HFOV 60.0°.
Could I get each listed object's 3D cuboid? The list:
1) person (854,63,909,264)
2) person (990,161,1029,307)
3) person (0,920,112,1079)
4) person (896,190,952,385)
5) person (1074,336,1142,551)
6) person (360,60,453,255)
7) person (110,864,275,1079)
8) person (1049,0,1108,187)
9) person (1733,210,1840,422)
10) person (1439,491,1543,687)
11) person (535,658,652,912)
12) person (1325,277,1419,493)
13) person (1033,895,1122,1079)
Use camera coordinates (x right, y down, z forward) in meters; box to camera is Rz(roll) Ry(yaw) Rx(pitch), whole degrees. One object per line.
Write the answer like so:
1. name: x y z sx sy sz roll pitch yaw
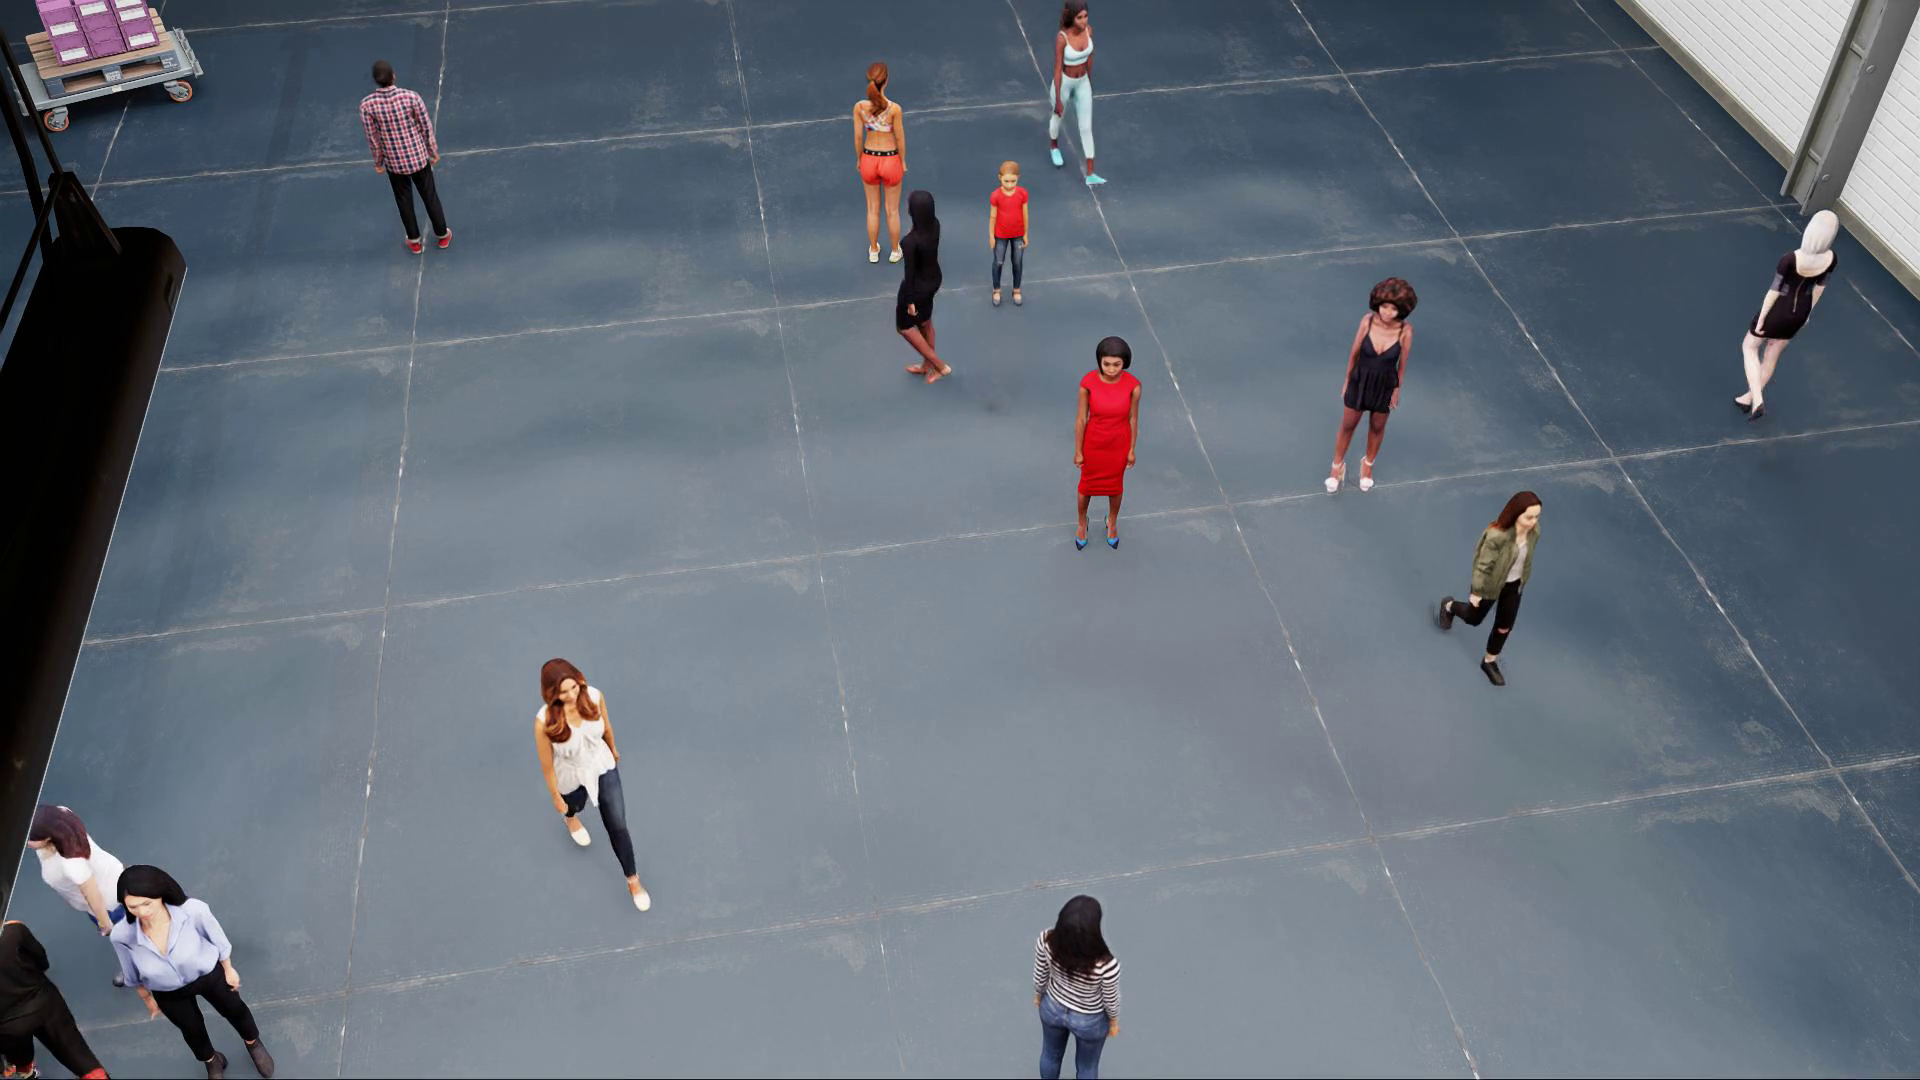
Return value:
1. person: -0.655 -3.101 13.774 0.653 1.789 0.658 7 44 7
2. person: 0.399 -2.501 13.492 0.465 1.307 0.479 -5 44 -5
3. person: -4.466 2.359 8.062 1.226 1.763 1.132 28 50 26
4. person: -0.220 -1.862 12.530 0.853 1.711 0.792 22 48 21
5. person: 0.982 -0.640 11.223 0.601 1.744 0.542 0 44 0
6. person: -4.636 -3.209 13.907 0.731 1.761 0.657 -14 45 -14
7. person: -3.818 2.183 8.259 0.701 1.744 0.650 -18 47 -18
8. person: 0.950 -4.046 14.839 0.790 1.688 1.181 -18 46 -18
9. person: 6.045 -1.575 12.151 0.669 1.817 0.847 0 44 0
10. person: 3.357 0.232 10.514 0.620 1.459 0.900 -11 45 -11
11. person: -2.144 1.245 9.248 0.938 1.738 1.200 -26 50 -25
12. person: 2.894 -1.084 11.656 0.650 1.788 0.686 12 45 12
13. person: 0.553 2.307 8.092 0.656 1.796 0.682 19 47 19
